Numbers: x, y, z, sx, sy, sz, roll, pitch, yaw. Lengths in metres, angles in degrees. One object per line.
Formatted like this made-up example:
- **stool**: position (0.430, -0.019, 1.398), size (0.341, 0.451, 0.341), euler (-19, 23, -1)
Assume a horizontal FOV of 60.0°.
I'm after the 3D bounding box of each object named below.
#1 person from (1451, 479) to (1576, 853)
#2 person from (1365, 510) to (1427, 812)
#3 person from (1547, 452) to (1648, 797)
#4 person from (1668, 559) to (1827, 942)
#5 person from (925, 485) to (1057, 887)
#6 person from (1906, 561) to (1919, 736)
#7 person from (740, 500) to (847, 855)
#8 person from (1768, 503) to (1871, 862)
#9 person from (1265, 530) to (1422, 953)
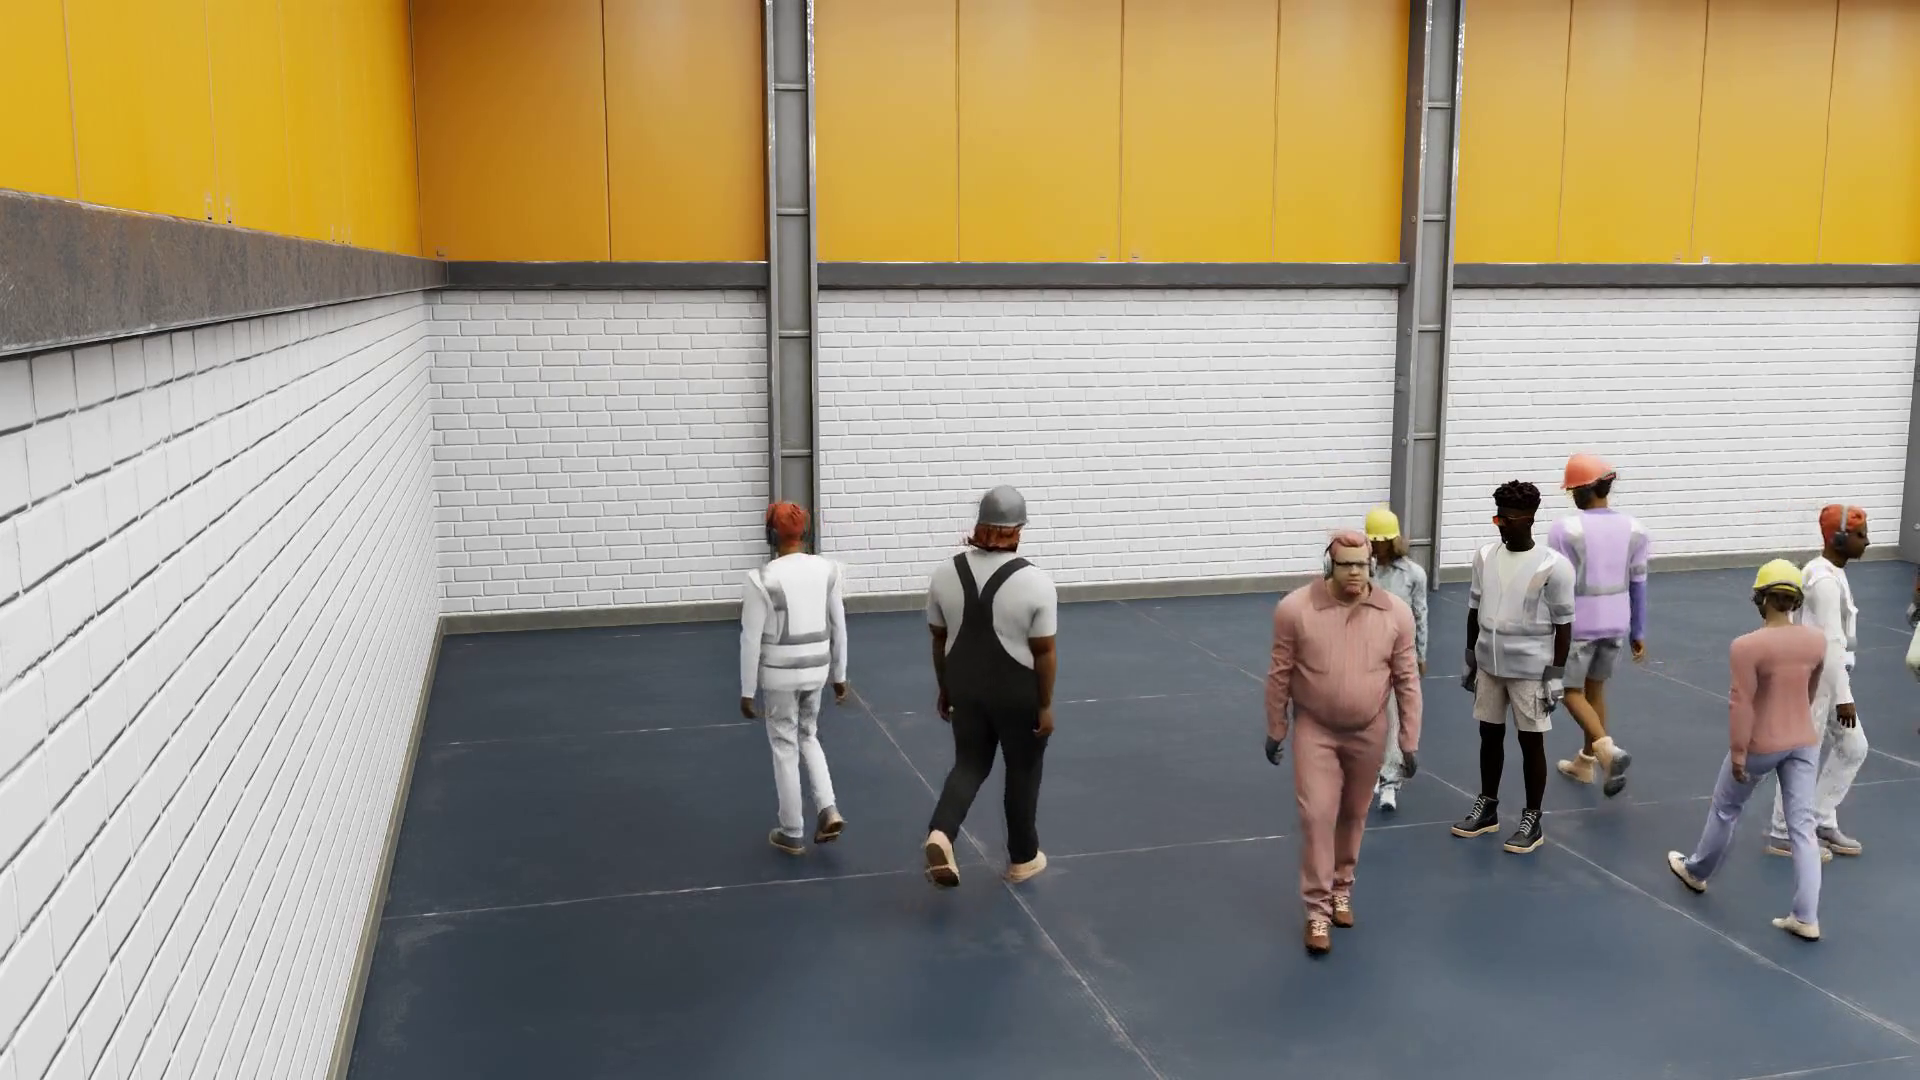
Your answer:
- **person**: position (2.912, 0.655, 8.764), size (0.361, 1.964, 0.617), euler (-7, 11, -36)
- **person**: position (2.374, 0.675, 9.451), size (0.505, 1.694, 0.867), euler (3, 10, 20)
- **person**: position (3.681, 0.502, 9.579), size (0.620, 2.013, 0.760), euler (-1, 9, -9)
- **person**: position (3.763, 0.941, 7.793), size (0.529, 1.708, 0.911), euler (-2, 9, -11)
- **person**: position (0.150, 0.720, 8.126), size (0.689, 2.000, 0.764), euler (5, 10, 28)
- **person**: position (6.297, 0.420, 10.551), size (0.429, 1.858, 0.555), euler (-6, 11, -34)
- **person**: position (-0.859, 0.724, 8.616), size (0.601, 1.871, 0.448), euler (-7, 12, -38)
- **person**: position (4.481, 0.750, 8.506), size (0.578, 1.868, 0.583), euler (6, 11, 32)
- **person**: position (1.746, 0.899, 7.490), size (0.680, 1.876, 0.815), euler (0, 9, 2)
